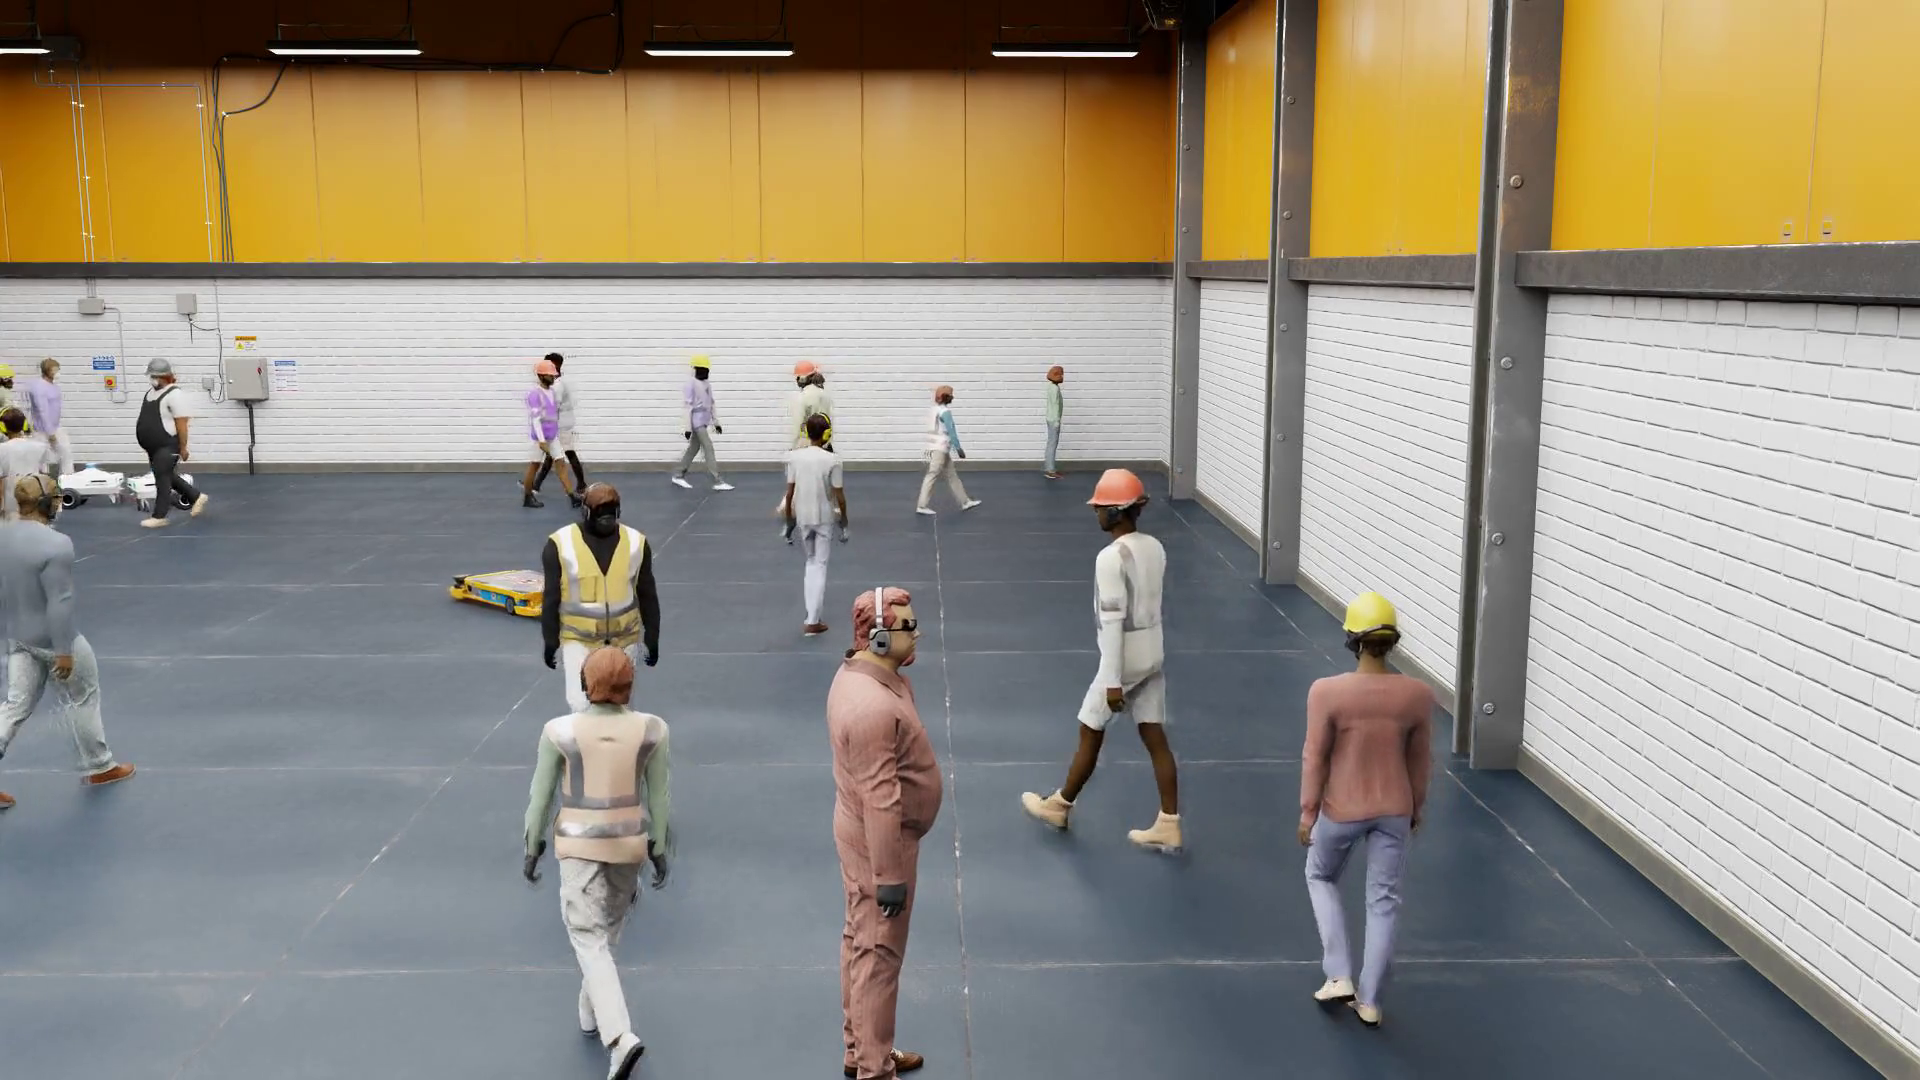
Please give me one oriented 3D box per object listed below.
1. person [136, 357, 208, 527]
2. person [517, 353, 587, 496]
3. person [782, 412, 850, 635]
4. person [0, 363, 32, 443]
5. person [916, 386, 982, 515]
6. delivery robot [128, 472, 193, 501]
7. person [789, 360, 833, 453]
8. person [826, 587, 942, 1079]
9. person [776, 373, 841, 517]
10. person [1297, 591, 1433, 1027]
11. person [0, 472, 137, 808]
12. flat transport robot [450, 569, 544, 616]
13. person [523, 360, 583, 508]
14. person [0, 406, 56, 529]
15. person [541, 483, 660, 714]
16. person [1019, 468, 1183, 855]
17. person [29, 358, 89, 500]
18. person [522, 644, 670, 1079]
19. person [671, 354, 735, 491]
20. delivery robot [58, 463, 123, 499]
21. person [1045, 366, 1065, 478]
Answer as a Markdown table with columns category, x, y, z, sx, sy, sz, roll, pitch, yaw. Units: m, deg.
| category | x | y | z | sx | sy | sz | roll | pitch | yaw |
| --- | --- | --- | --- | --- | --- | --- | --- | --- | --- |
| person | -9.383 | -1.195 | 19.749 | 0.687 | 2.000 | 0.813 | 8 | 12 | 40 |
| person | -5.425 | -1.518 | 22.093 | 0.972 | 1.915 | 0.634 | -1 | 9 | -8 |
| person | -1.175 | -0.144 | 13.896 | 0.548 | 1.846 | 0.601 | 3 | 10 | 19 |
| person | -12.662 | -1.472 | 22.228 | 0.874 | 1.774 | 0.610 | -5 | 10 | -27 |
| person | -0.152 | -1.103 | 20.558 | 0.868 | 1.593 | 0.511 | -2 | 9 | -10 |
| delivery robot | -10.065 | -0.693 | 20.930 | 0.707 | 0.478 | 0.477 | -7 | 11 | -35 |
| person | -1.776 | -1.118 | 19.482 | 0.637 | 1.967 | 0.653 | 4 | 10 | 24 |
| person | -0.268 | 1.111 | 6.028 | 0.409 | 1.909 | 0.639 | -2 | 9 | -10 |
| person | -1.858 | -1.149 | 20.233 | 0.880 | 1.801 | 0.640 | -4 | 10 | -24 |
| person | 1.616 | 1.074 | 6.695 | 0.554 | 1.748 | 0.407 | -1 | 9 | -6 |
| person | -5.254 | 0.562 | 9.422 | 0.642 | 1.903 | 0.990 | 5 | 10 | 27 |
| flat transport robot | -3.952 | 0.459 | 15.020 | 1.431 | 0.197 | 0.652 | 9 | 13 | 44 |
| person | -5.155 | -1.316 | 20.960 | 1.008 | 1.879 | 0.563 | 4 | 10 | 22 |
| person | -8.264 | -0.267 | 14.710 | 0.876 | 1.841 | 0.520 | 8 | 12 | 40 |
| person | -2.045 | 0.577 | 9.534 | 0.665 | 1.826 | 0.459 | -4 | 10 | -26 |
| person | 0.781 | 0.619 | 8.761 | 1.028 | 1.990 | 0.629 | 7 | 11 | 36 |
| person | -11.951 | -1.428 | 21.663 | 1.008 | 1.895 | 0.630 | 0 | 9 | -3 |
| person | -1.352 | 1.213 | 6.340 | 0.555 | 1.604 | 0.792 | -4 | 10 | -23 |
| person | -3.587 | -1.622 | 22.885 | 0.983 | 1.880 | 0.606 | 2 | 10 | 15 |
| delivery robot | -11.061 | -0.733 | 21.174 | 0.707 | 0.478 | 0.477 | -2 | 9 | -14 |
| person | 1.384 | -1.720 | 24.218 | 0.268 | 1.630 | 0.507 | -1 | 9 | -5 |
